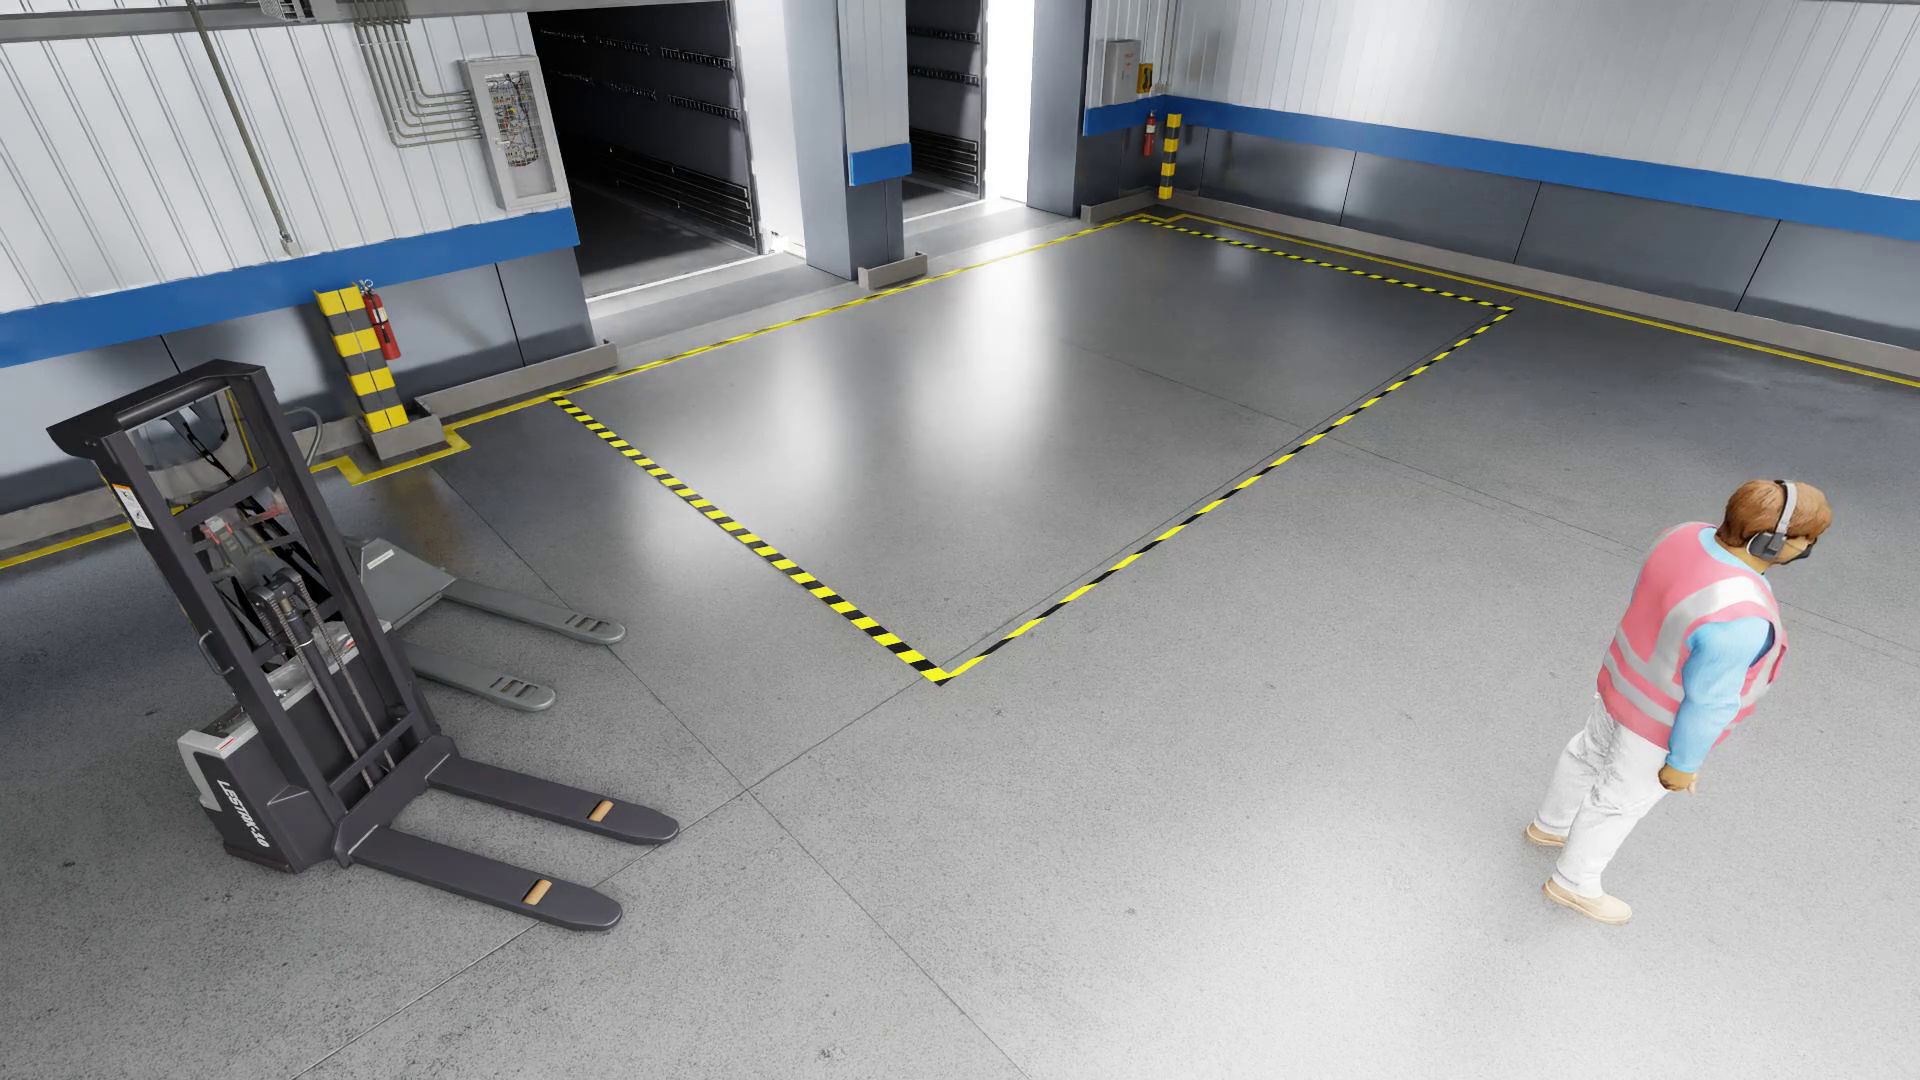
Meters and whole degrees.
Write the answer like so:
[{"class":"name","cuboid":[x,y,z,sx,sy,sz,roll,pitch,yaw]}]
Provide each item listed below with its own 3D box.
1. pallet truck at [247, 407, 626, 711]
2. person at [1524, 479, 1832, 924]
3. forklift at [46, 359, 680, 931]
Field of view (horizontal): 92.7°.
[{"class":"pallet truck","cuboid":[-2.628,0.038,4.590,1.601,1.201,0.680,12,36,18]},{"class":"person","cuboid":[2.481,0.593,3.239,0.429,1.844,0.625,9,35,13]},{"class":"forklift","cuboid":[-2.135,0.422,3.354,1.885,1.965,0.823,10,35,14]}]
